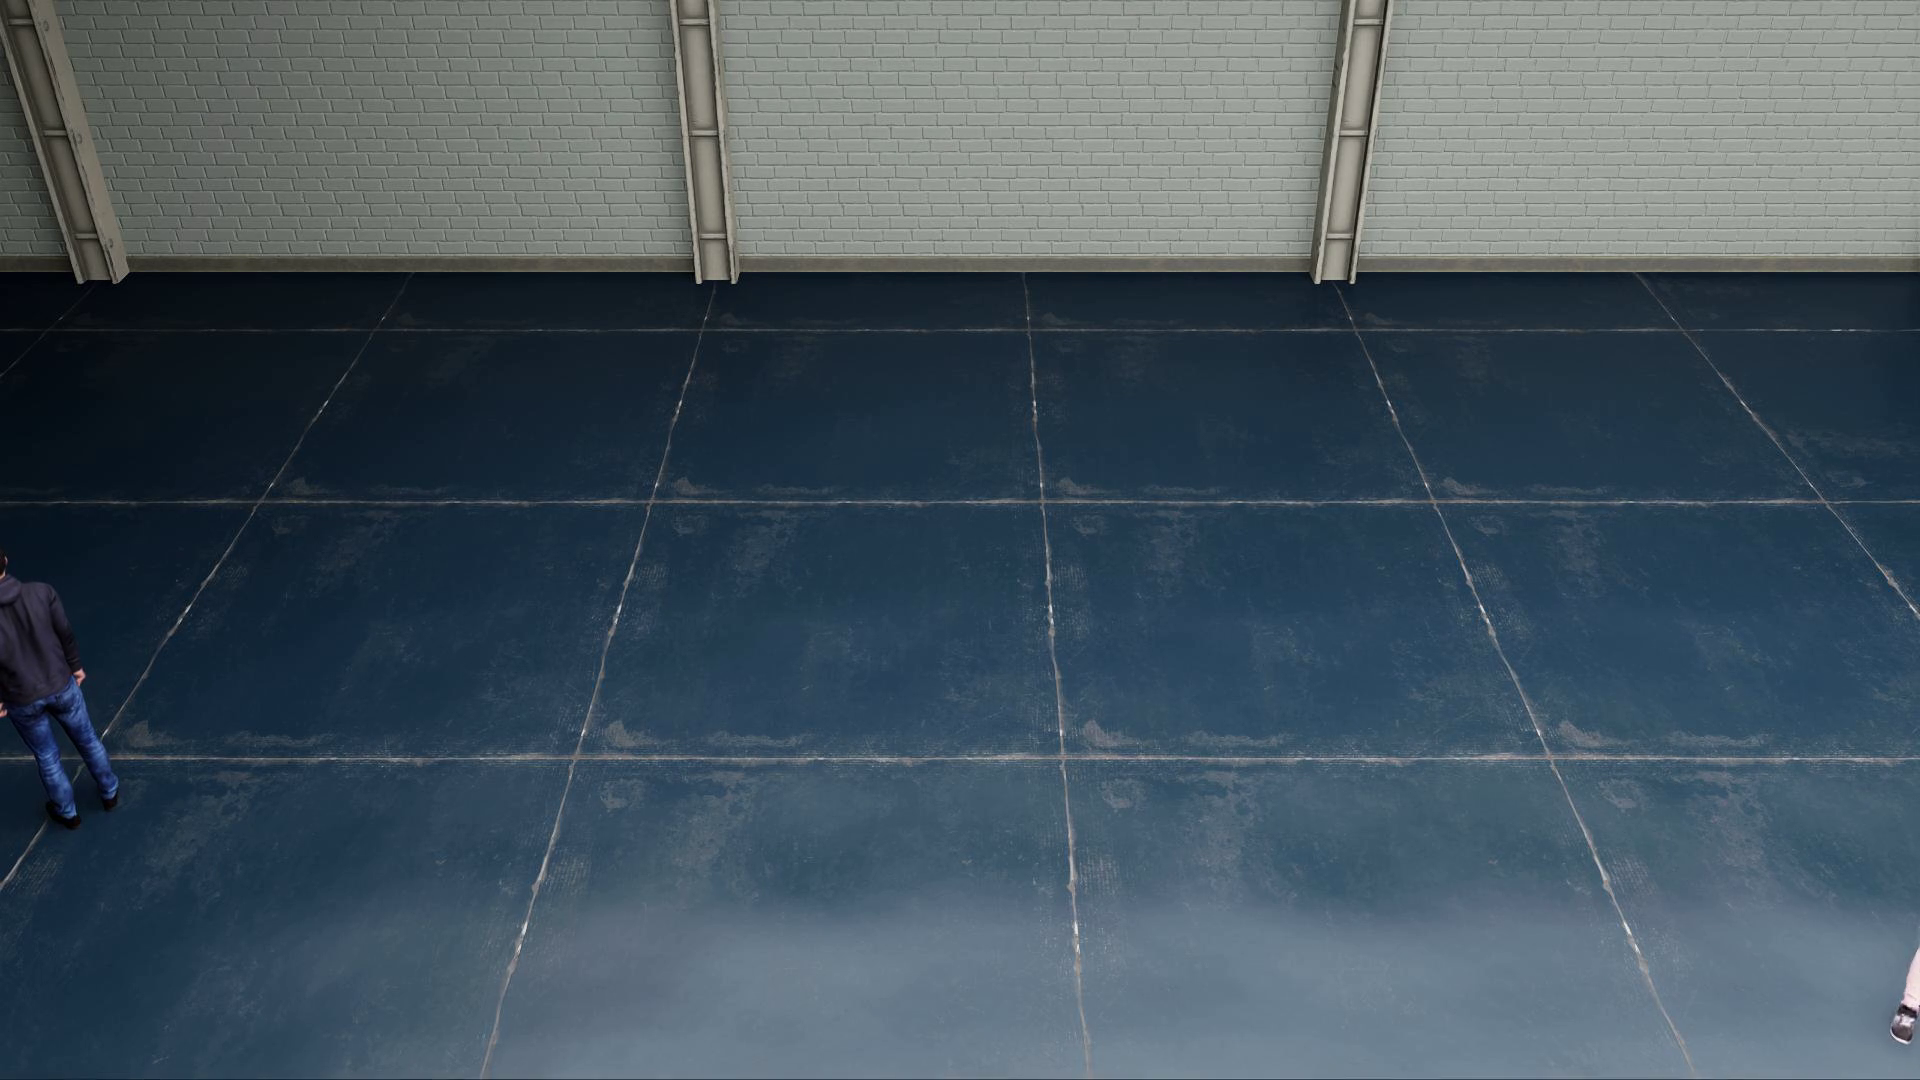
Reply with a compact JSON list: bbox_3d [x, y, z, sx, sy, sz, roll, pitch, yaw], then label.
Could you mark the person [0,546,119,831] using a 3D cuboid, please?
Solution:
[{"bbox_3d":[-5.152,0.818,9.294,0.747,1.894,0.814,-27,42,-35],"label":"person"}]
